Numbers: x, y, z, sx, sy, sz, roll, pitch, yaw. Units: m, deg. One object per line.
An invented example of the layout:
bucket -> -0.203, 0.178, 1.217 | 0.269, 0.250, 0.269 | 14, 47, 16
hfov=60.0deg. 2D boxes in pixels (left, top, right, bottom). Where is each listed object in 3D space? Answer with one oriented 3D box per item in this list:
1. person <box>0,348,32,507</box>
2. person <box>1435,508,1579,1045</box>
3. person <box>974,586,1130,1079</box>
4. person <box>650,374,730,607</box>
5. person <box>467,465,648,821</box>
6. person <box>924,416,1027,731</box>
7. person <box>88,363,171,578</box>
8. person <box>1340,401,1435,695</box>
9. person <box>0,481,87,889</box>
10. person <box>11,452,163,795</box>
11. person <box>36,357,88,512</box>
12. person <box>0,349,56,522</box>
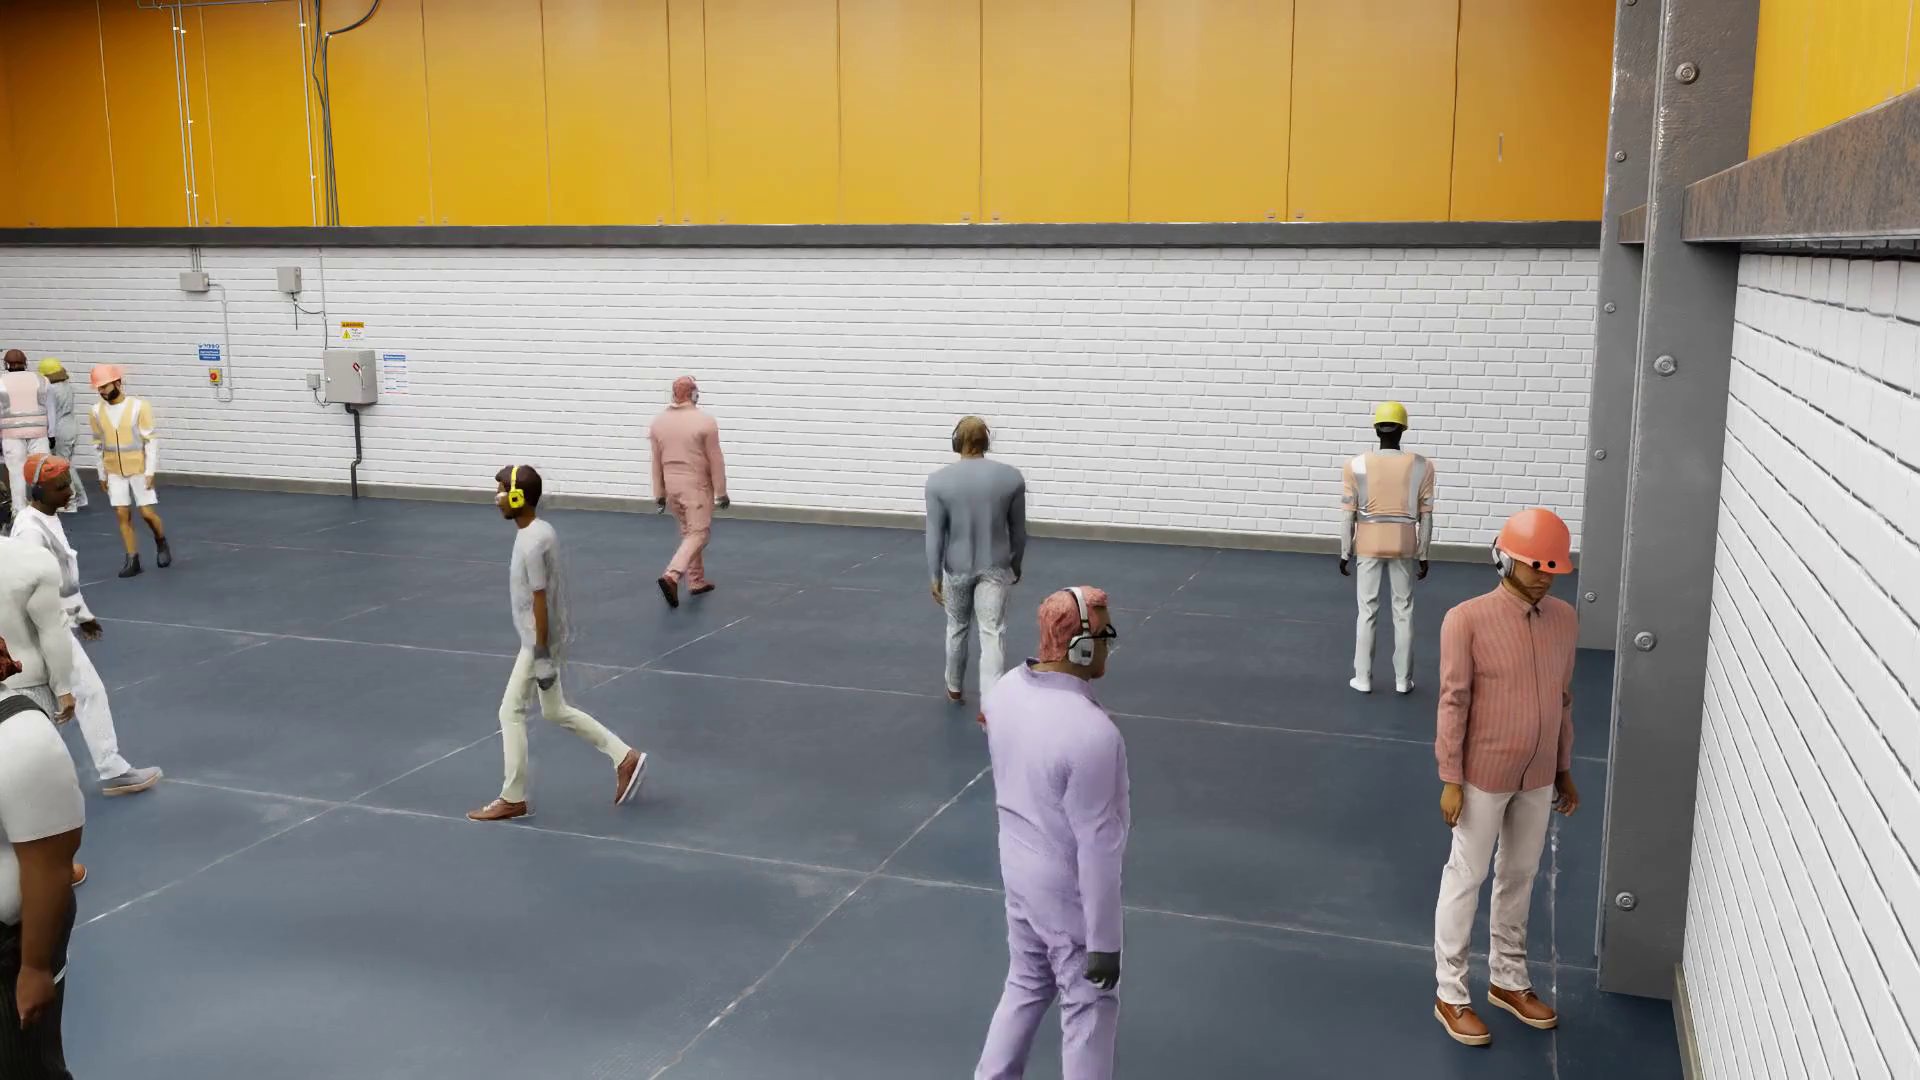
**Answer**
person -> -10.310, -1.221, 17.803 | 0.634, 1.999, 0.901 | 5, 11, 26
person -> 2.030, 0.858, 6.139 | 0.610, 1.986, 0.393 | -4, 11, -22
person -> 0.303, 1.082, 5.201 | 0.489, 1.926, 0.684 | -5, 11, -28
person -> -2.249, -0.417, 13.641 | 0.643, 1.876, 0.851 | 6, 12, 31
person -> -2.081, 0.520, 8.514 | 0.842, 1.835, 0.524 | -1, 10, -8
person -> 0.098, 0.182, 10.255 | 0.641, 1.890, 1.011 | -1, 10, -4
person -> -7.350, -0.621, 14.700 | 0.566, 1.906, 0.625 | -1, 10, -4
person -> 2.770, 0.058, 10.852 | 0.590, 1.913, 0.396 | 2, 10, 9
person -> -4.254, 0.663, 7.375 | 0.628, 1.940, 0.373 | -2, 10, -10
person -> -4.661, 0.454, 8.773 | 0.785, 1.854, 0.579 | -6, 12, -31
person -> -9.843, -1.146, 18.205 | 0.349, 1.712, 0.546 | -1, 10, -4
person -> -9.894, -1.098, 17.575 | 0.625, 1.841, 0.429 | -8, 13, -38
